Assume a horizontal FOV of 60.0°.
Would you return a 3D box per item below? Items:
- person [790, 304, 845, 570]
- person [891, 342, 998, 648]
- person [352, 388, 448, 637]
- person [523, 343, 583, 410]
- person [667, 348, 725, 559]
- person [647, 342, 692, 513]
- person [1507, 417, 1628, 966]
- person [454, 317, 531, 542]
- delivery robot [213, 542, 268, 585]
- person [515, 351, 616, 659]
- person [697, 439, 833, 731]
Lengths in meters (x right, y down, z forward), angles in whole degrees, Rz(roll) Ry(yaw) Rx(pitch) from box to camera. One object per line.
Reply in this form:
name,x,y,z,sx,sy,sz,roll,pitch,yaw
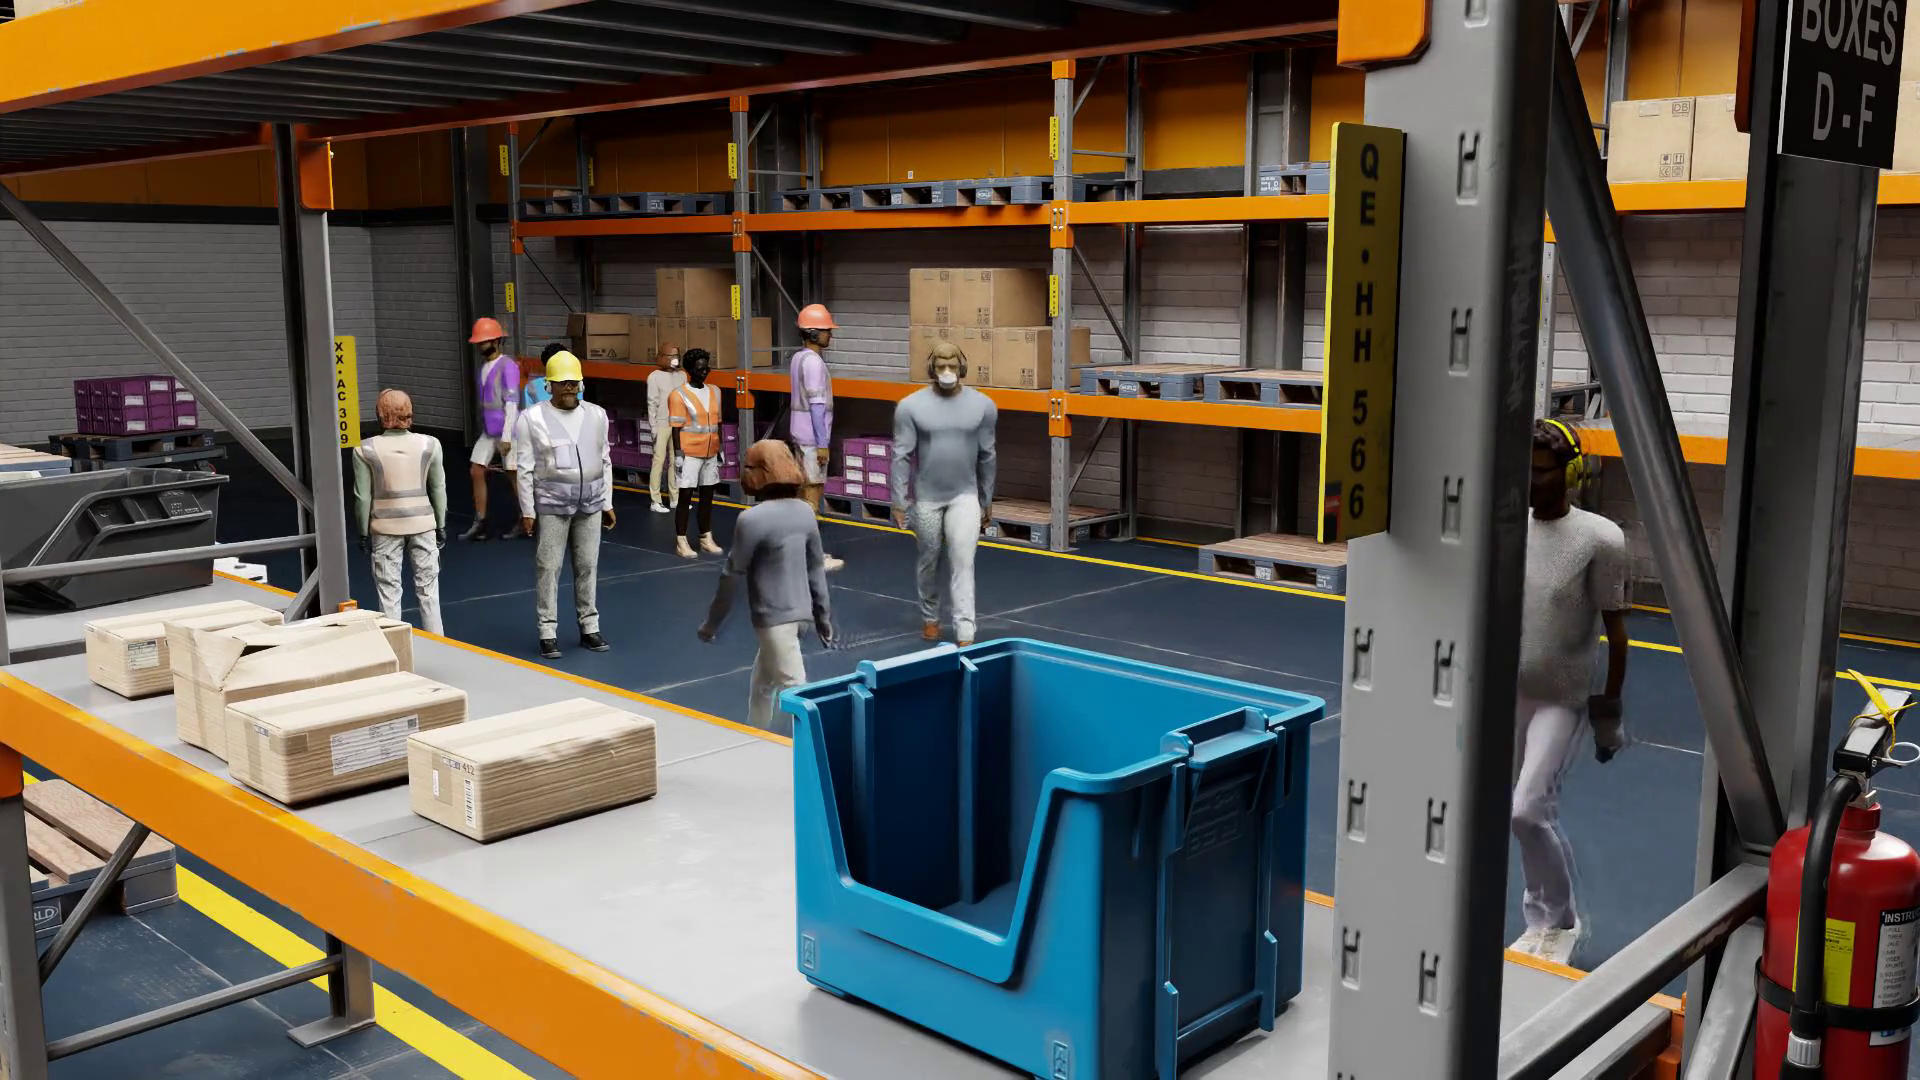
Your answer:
person,-1.118,-0.791,12.850,0.379,2.045,0.605,-3,10,-19
person,-0.092,-0.249,10.034,0.647,1.885,0.996,0,9,-2
person,-3.178,-0.040,9.487,0.513,1.640,0.307,-5,11,-29
person,-3.397,-0.809,14.024,0.540,1.695,0.317,1,9,8
person,-2.110,-0.694,13.354,0.322,1.690,0.536,8,12,39
person,-2.778,-1.075,15.886,0.285,1.626,0.495,7,11,35
person,1.868,0.520,5.410,0.443,1.846,0.517,-5,10,-26
person,-3.970,-0.906,13.986,0.570,1.901,0.793,8,13,42
delivery robot,-4.804,0.257,10.693,0.707,0.478,0.477,4,10,25
person,-2.343,-0.214,9.962,0.602,1.830,0.404,-7,11,-35
person,-0.774,0.355,7.232,0.880,1.584,0.501,5,10,26
